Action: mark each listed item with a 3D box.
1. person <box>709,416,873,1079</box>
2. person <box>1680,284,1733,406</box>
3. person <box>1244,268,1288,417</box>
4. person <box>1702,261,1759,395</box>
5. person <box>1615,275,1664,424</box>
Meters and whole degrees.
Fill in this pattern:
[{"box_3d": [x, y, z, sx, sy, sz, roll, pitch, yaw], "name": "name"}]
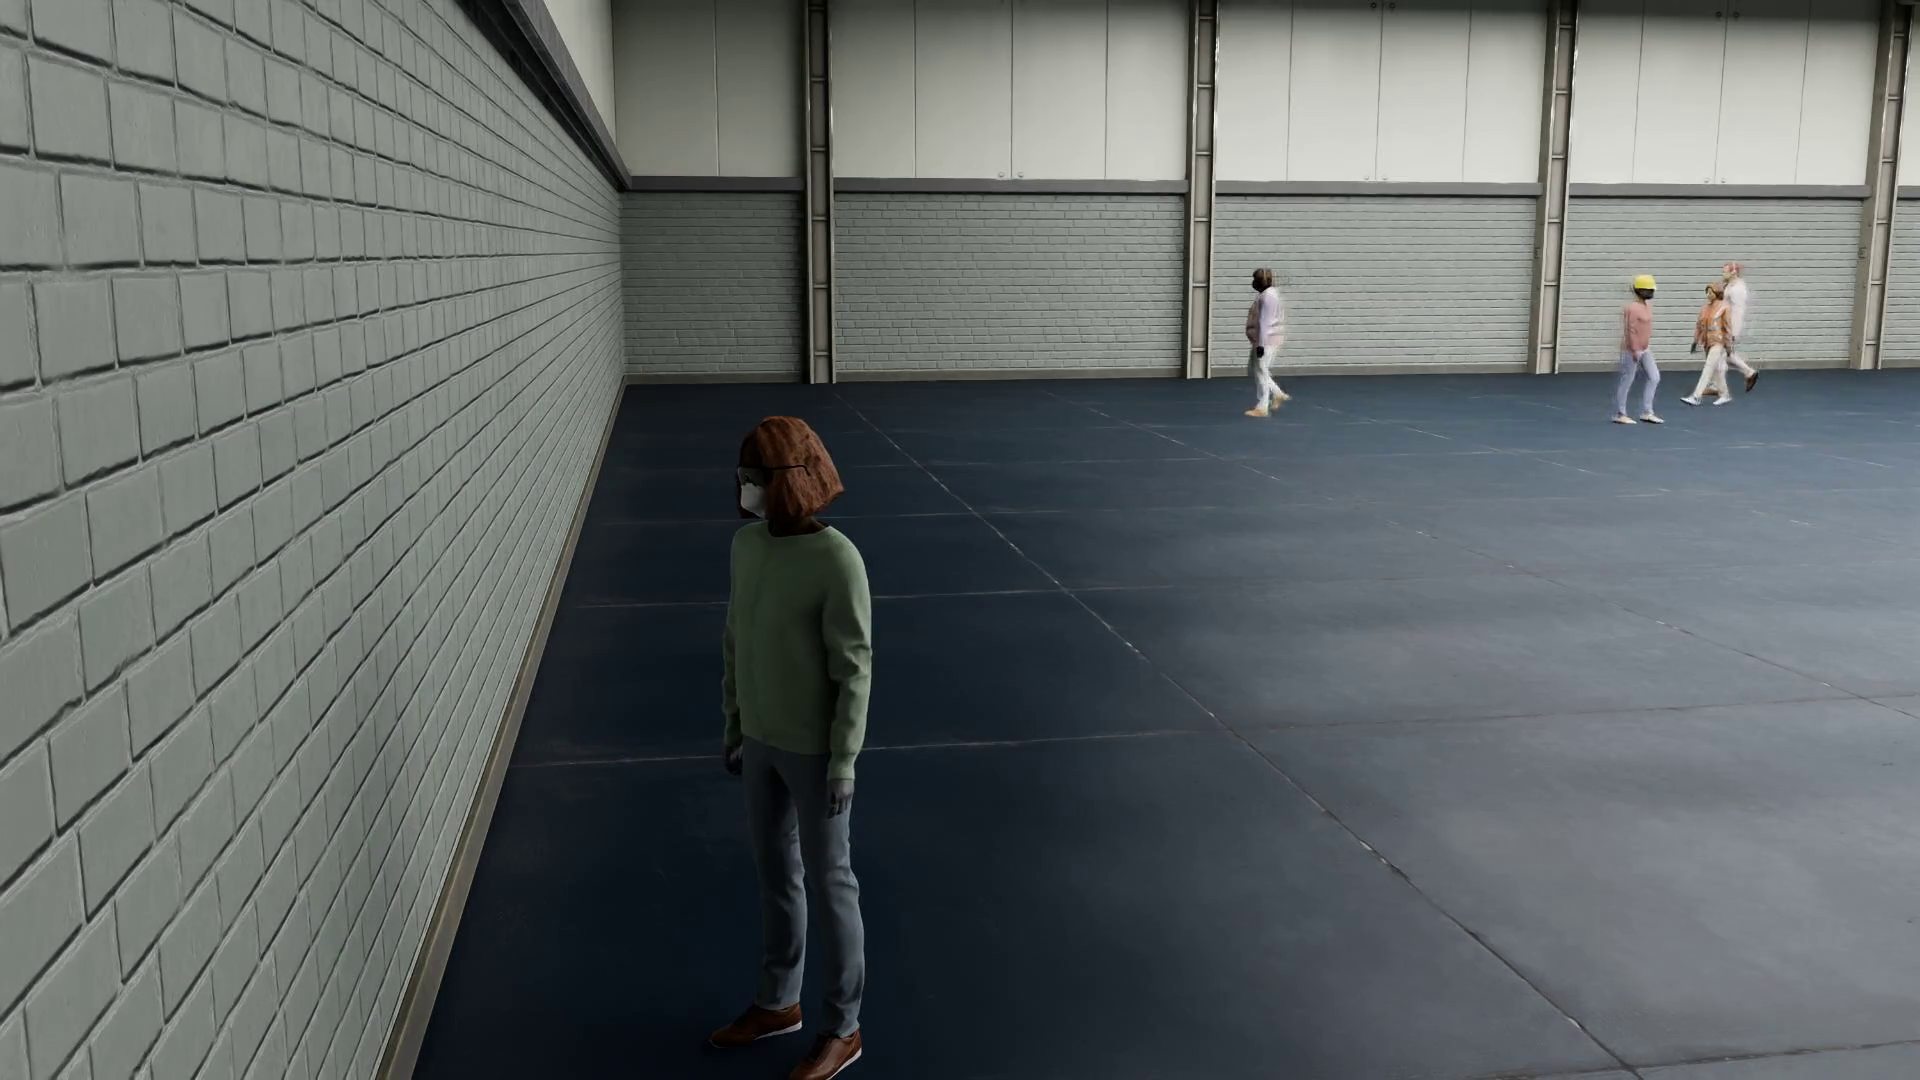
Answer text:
[{"box_3d": [-0.416, 0.510, 4.082, 0.279, 1.633, 0.501, -10, 14, -44], "name": "person"}, {"box_3d": [9.858, -2.553, 21.836, 0.877, 1.590, 0.539, -3, 10, -14], "name": "person"}, {"box_3d": [3.729, -2.410, 20.351, 0.478, 1.830, 0.632, 1, 10, 6], "name": "person"}, {"box_3d": [10.852, -2.971, 23.369, 0.715, 1.886, 0.654, 4, 11, 21], "name": "person"}, {"box_3d": [7.975, -2.202, 19.357, 0.545, 1.740, 0.662, -10, 14, -44], "name": "person"}]
